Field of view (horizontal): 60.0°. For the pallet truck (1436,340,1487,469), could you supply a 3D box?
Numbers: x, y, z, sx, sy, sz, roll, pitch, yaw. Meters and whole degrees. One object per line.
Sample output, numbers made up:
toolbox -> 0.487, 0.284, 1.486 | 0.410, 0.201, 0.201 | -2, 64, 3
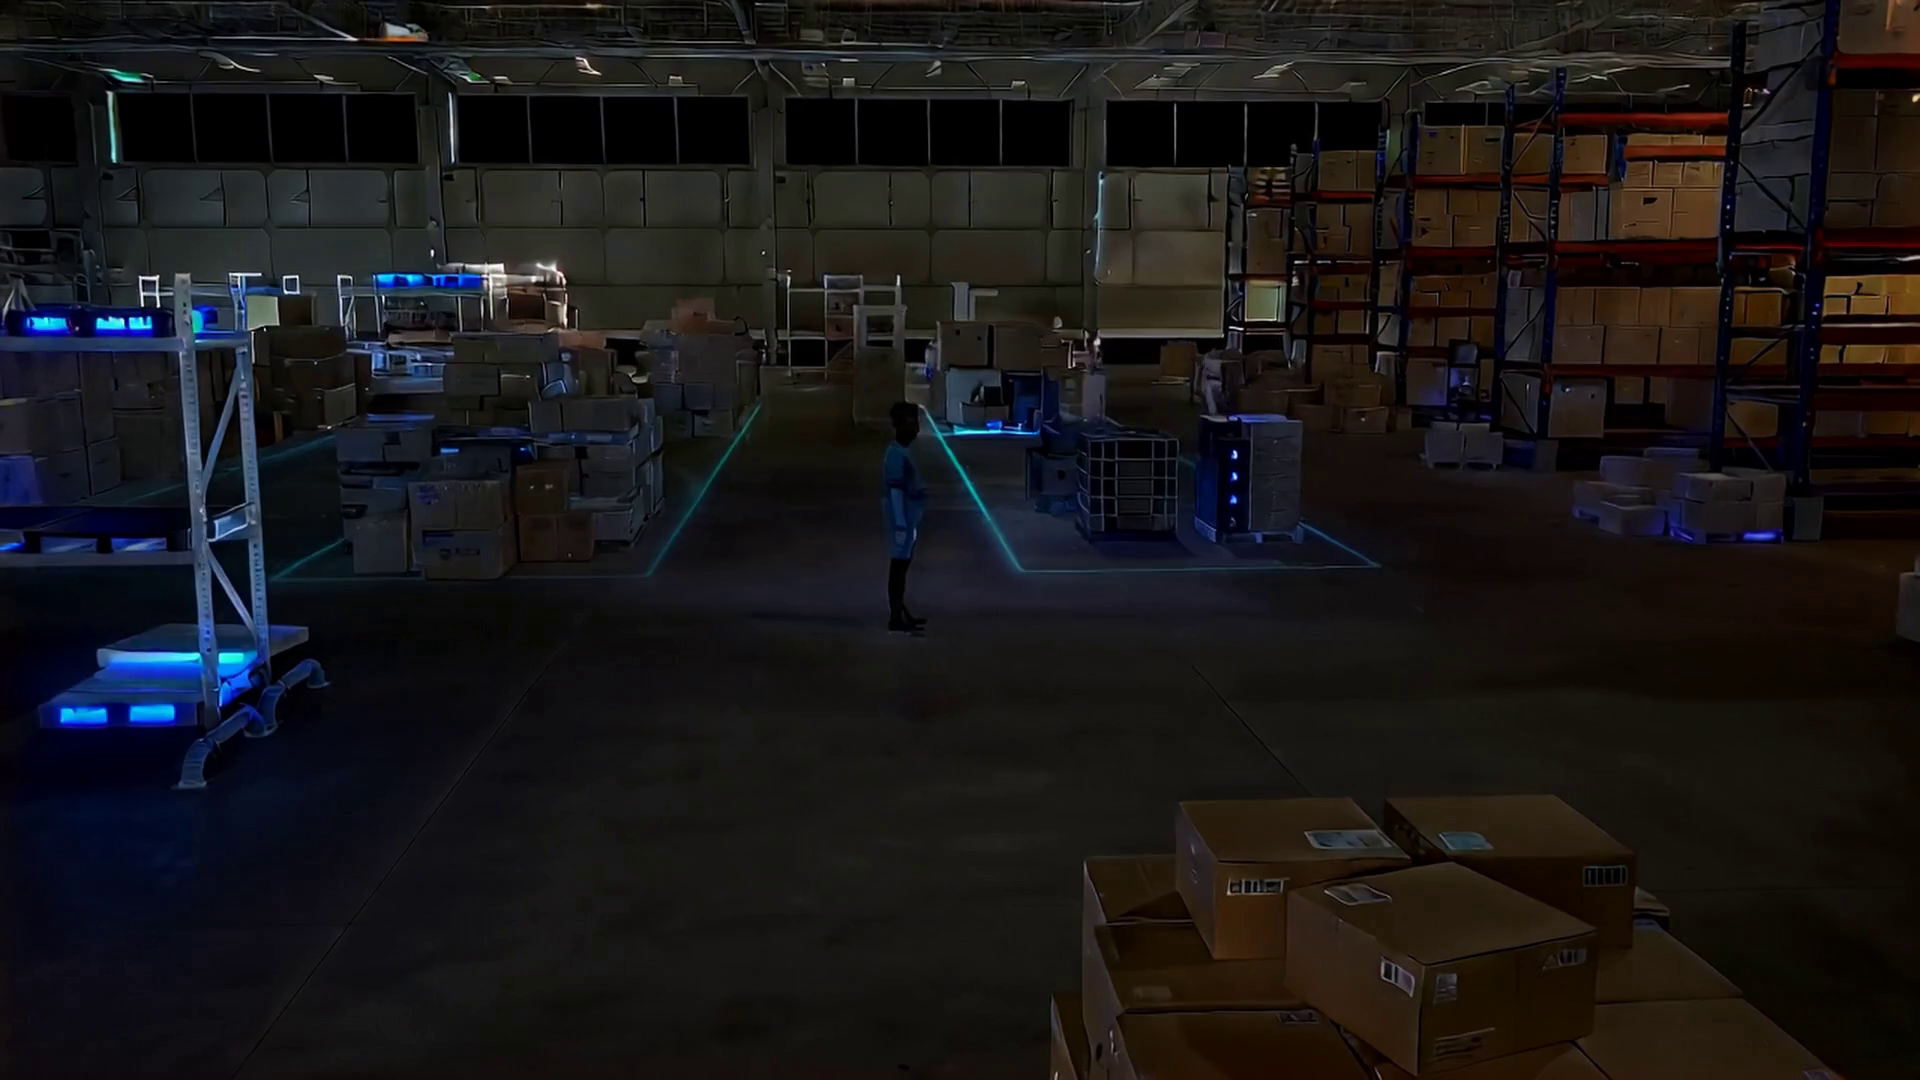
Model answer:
pallet truck -> 8.004, -2.170, 26.422 | 0.823, 1.965, 1.885 | 2, 9, 14

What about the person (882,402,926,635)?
person -> -0.473, -0.189, 14.075 | 0.362, 1.965, 0.612 | 1, 9, 5

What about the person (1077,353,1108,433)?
person -> 2.031, -1.925, 25.338 | 0.446, 1.852, 0.515 | -5, 11, -30

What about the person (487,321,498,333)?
person -> -11.164, -4.360, 40.442 | 0.709, 1.918, 0.647 | -8, 12, -40

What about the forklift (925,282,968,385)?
forklift -> 0.015, -5.569, 45.000 | 1.873, 2.768, 1.129 | -1, 9, -4

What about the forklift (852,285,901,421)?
forklift -> -1.699, -3.944, 34.796 | 1.129, 2.768, 1.873 | -1, 9, -5

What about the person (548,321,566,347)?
person -> -9.604, -4.226, 39.519 | 0.376, 1.935, 0.550 | 6, 11, 34

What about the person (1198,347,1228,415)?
person -> 5.080, -3.065, 33.324 | 0.573, 1.591, 0.833 | 0, 9, 1
